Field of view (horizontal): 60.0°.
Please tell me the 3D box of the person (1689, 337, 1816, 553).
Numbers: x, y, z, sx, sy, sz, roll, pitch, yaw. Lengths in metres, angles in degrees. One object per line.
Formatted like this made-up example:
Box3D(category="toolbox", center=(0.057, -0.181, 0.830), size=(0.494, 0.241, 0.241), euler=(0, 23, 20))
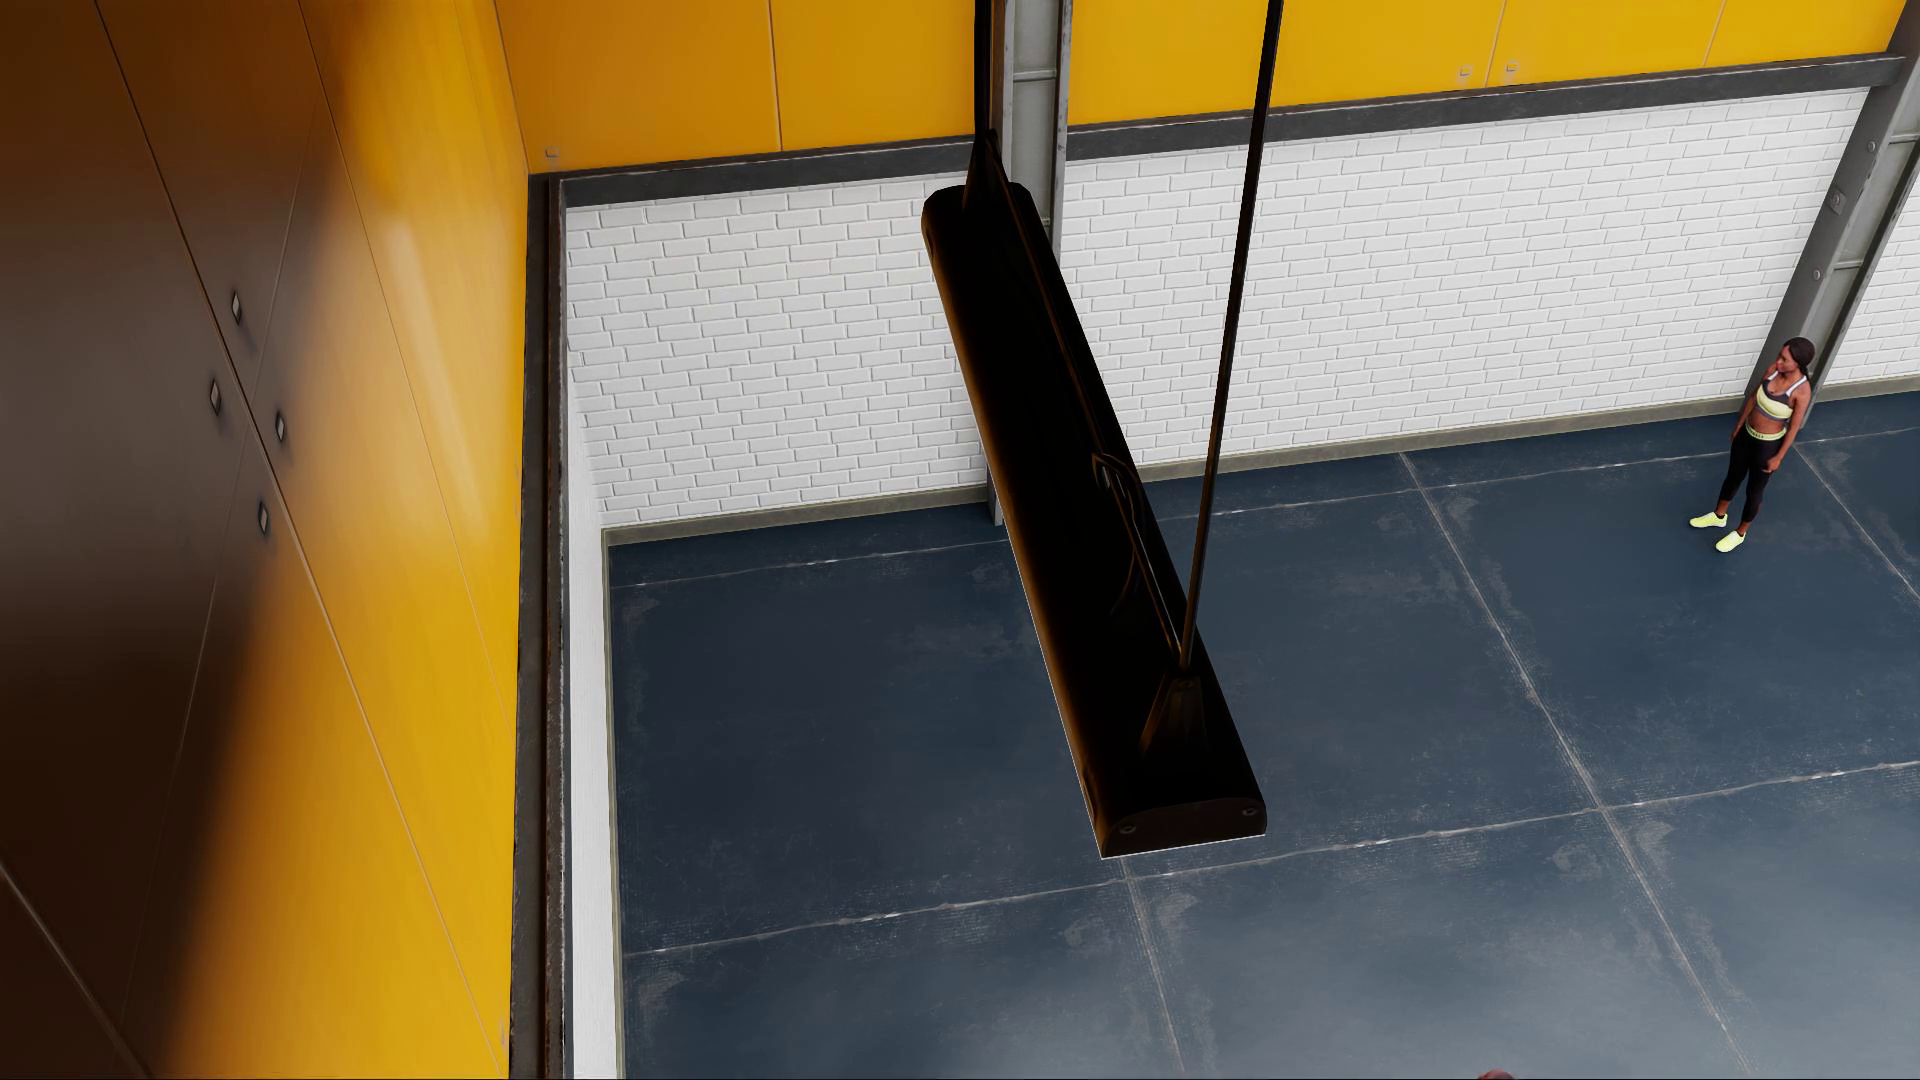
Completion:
Box3D(category="person", center=(5.502, -0.670, 11.410), size=(0.563, 1.754, 0.607), euler=(-15, 46, -15))
